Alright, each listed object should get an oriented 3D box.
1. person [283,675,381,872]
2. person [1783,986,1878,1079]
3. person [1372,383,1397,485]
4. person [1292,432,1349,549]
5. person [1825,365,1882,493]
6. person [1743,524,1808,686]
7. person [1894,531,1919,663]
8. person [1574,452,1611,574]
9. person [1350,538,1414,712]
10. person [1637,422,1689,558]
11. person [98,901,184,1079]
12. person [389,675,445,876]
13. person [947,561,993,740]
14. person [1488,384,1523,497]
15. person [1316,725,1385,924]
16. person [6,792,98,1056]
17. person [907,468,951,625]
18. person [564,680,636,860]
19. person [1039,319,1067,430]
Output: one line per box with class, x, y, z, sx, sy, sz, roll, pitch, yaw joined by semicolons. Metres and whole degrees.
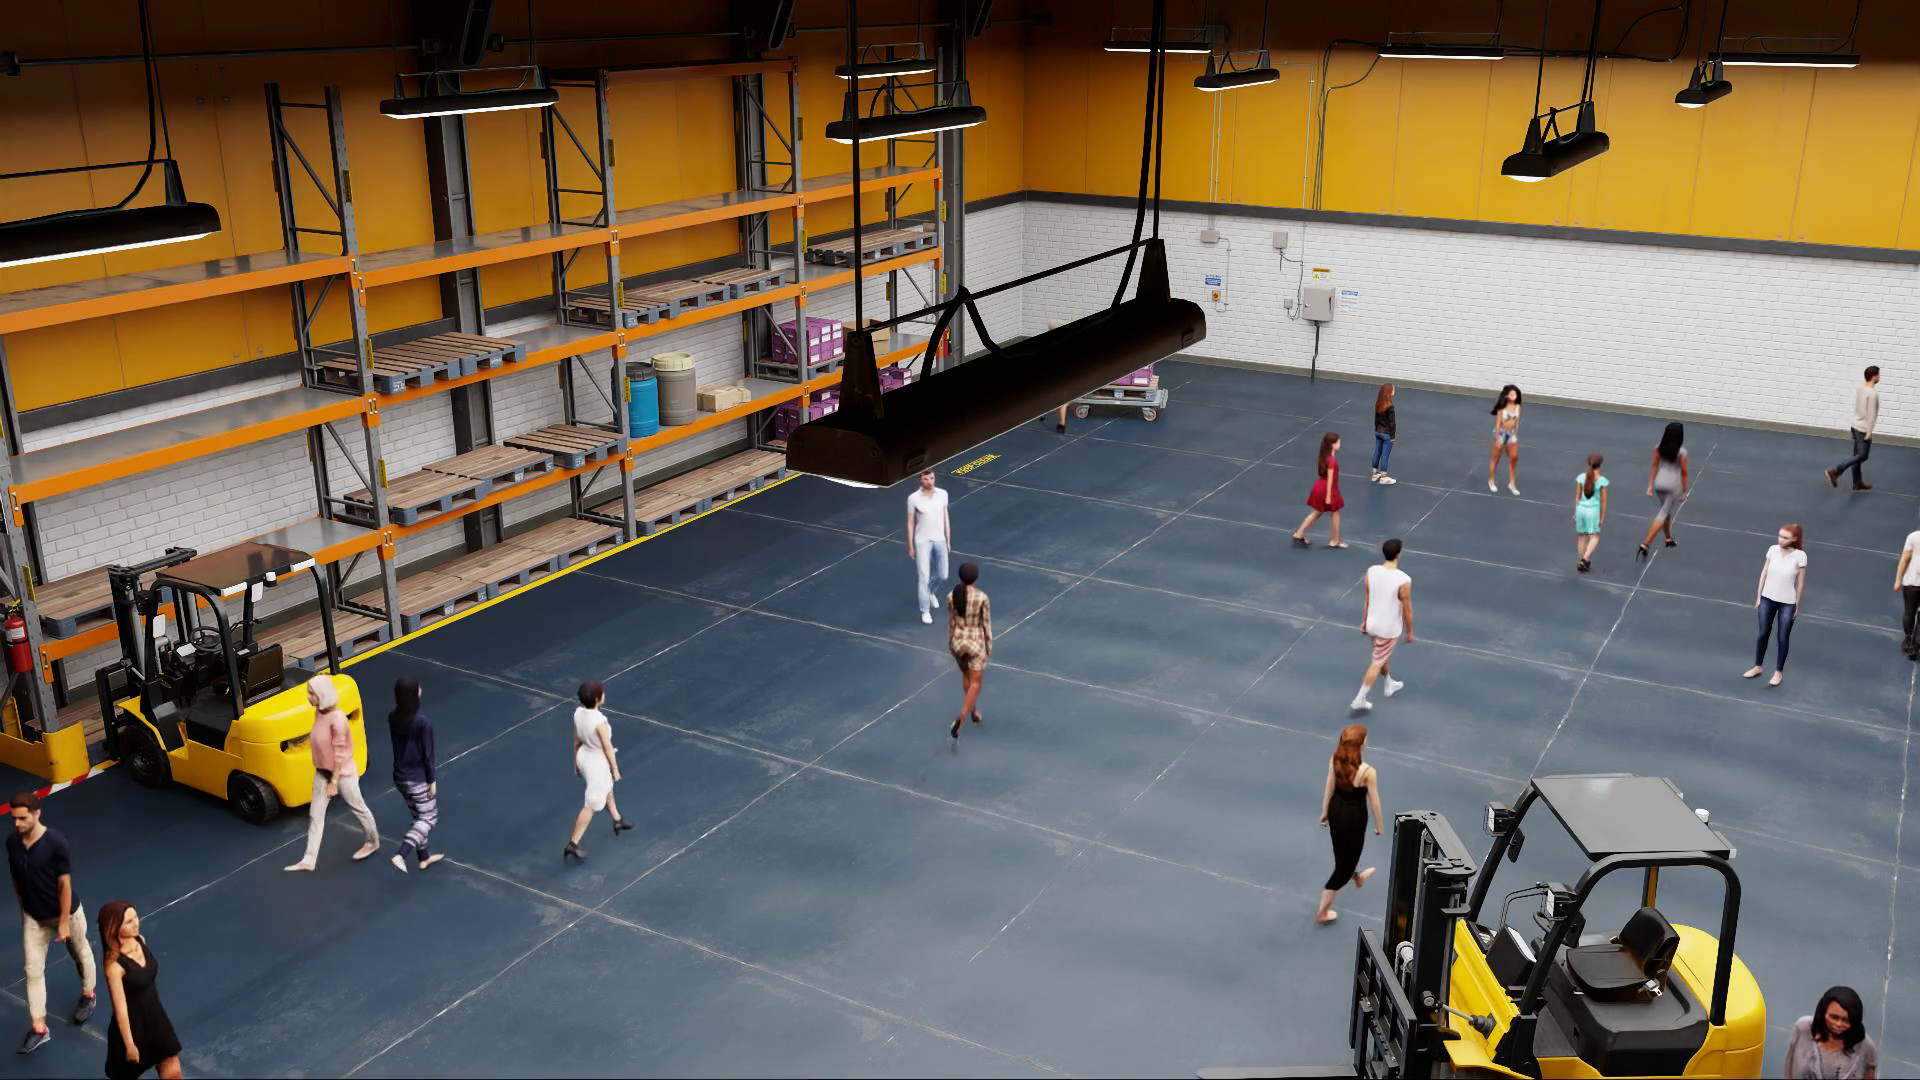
person;-5.050;1.891;13.697;0.724;1.689;1.074;15;23;37
person;5.053;3.285;9.717;0.639;1.588;0.933;10;21;28
person;6.199;-1.567;24.289;0.673;1.483;0.641;-8;20;-23
person;4.641;-0.634;21.434;0.956;1.537;0.951;-3;19;-8
person;12.792;-1.569;23.714;1.017;1.854;1.051;0;19;-1
person;8.528;0.652;17.300;0.617;1.737;0.634;-16;24;-39
person;10.444;0.438;18.014;0.759;1.688;1.090;14;23;35
person;7.709;-0.310;20.451;0.571;1.550;0.729;13;22;33
person;4.176;0.892;16.582;1.223;1.741;0.891;-16;24;-39
person;8.875;-0.587;20.984;1.191;1.736;0.904;-14;23;-35
person;-5.093;3.026;10.131;0.965;1.814;1.070;0;19;1
person;-4.488;1.944;13.495;0.624;1.717;0.804;9;21;25
person;0.064;1.088;15.956;0.703;1.770;1.069;7;20;19
person;7.730;-1.450;23.748;0.844;1.605;0.901;-5;19;-16
person;2.948;2.224;12.881;1.161;1.579;0.839;-16;24;-39
person;-6.254;2.538;11.561;0.918;1.826;1.079;0;19;-1
person;-0.373;0.020;19.024;0.891;1.836;0.947;-6;20;-18
person;-3.093;1.935;13.838;0.679;1.516;1.053;15;24;38
person;1.573;-2.656;27.083;1.177;1.763;1.228;-5;19;-15
